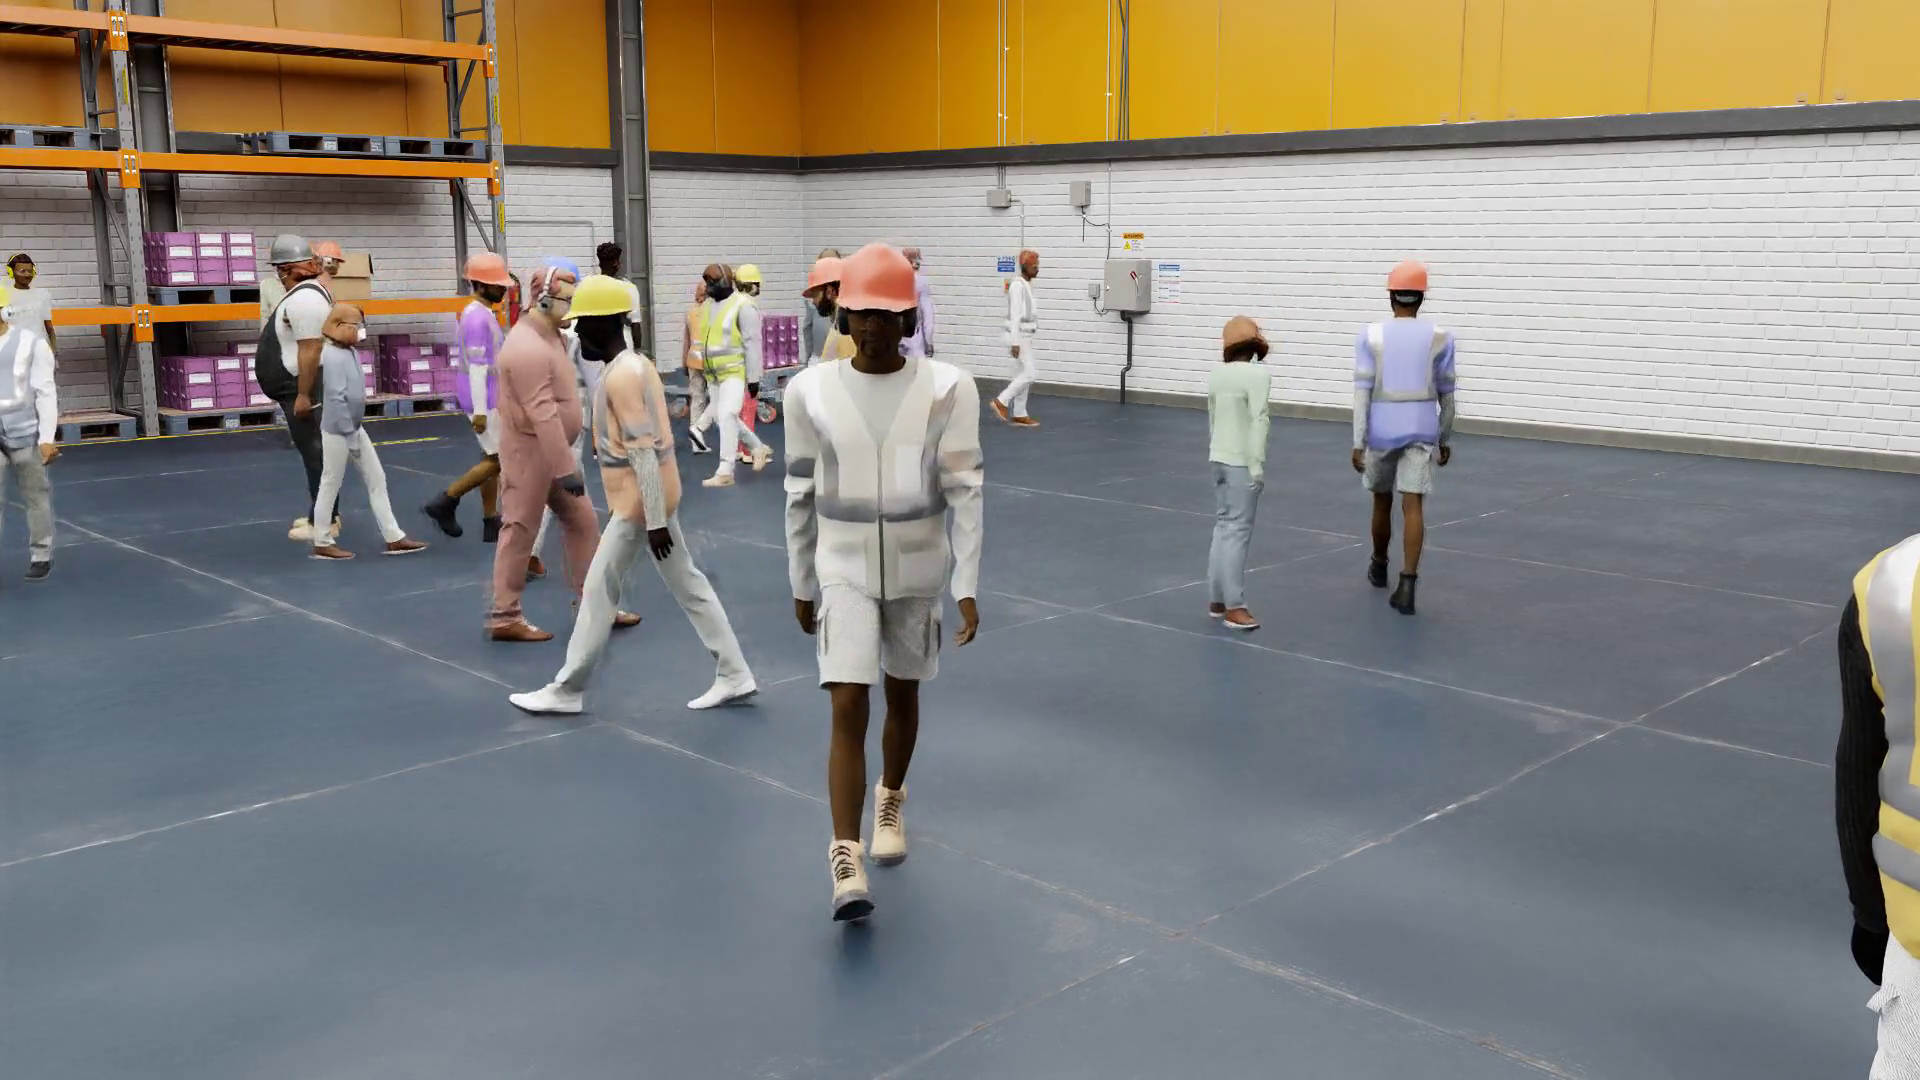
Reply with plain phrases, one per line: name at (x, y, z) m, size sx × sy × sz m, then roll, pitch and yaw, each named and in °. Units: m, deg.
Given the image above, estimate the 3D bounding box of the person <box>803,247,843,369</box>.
person at (-1.063, -1.569, 14.427) m, size 0.635 × 1.921 × 0.592 m, roll 8°, pitch 13°, yaw 37°

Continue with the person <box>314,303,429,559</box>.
person at (-3.709, -0.661, 10.332) m, size 0.782 × 1.593 × 0.516 m, roll 0°, pitch 10°, yaw -2°

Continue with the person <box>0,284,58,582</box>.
person at (-5.433, -0.587, 9.424) m, size 0.610 × 1.781 × 0.912 m, roll -2°, pitch 11°, yaw -9°

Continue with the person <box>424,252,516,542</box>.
person at (-3.147, -0.900, 10.806) m, size 0.586 × 1.917 × 0.611 m, roll -3°, pitch 11°, yaw -16°

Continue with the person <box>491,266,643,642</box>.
person at (-1.965, -0.402, 8.198) m, size 0.855 × 1.865 × 0.656 m, roll 0°, pitch 10°, yaw 0°

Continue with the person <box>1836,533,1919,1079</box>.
person at (1.682, 0.641, 2.593) m, size 0.429 × 1.844 × 0.625 m, roll -7°, pitch 12°, yaw -32°

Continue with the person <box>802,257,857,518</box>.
person at (-0.636, -0.575, 9.060) m, size 0.458 × 1.903 × 0.555 m, roll -1°, pitch 10°, yaw -5°

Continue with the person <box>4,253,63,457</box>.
person at (-8.471, -1.662, 15.116) m, size 0.508 × 1.860 × 0.334 m, roll -10°, pitch 14°, yaw -43°

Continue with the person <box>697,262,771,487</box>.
person at (-1.841, -1.359, 13.604) m, size 0.657 × 1.816 × 0.738 m, roll 10°, pitch 14°, yaw 42°

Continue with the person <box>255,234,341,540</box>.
person at (-4.427, -1.028, 11.149) m, size 0.536 × 2.000 × 0.688 m, roll -3°, pitch 11°, yaw -14°

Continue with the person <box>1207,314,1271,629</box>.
person at (1.491, -0.365, 8.712) m, size 0.348 × 1.607 × 0.656 m, roll -4°, pitch 11°, yaw -22°

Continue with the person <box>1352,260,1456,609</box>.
person at (2.453, -0.595, 9.216) m, size 0.565 × 1.886 × 0.995 m, roll 2°, pitch 11°, yaw 9°

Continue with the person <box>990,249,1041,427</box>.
person at (0.637, -2.102, 17.463) m, size 0.481 × 1.870 × 0.673 m, roll 3°, pitch 11°, yaw 15°

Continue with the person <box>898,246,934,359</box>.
person at (-0.550, -2.222, 18.065) m, size 0.684 × 1.900 × 0.402 m, roll 7°, pitch 12°, yaw 32°

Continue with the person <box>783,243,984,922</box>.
person at (-0.233, 0.120, 5.014) m, size 0.608 × 1.985 × 1.041 m, roll 0°, pitch 10°, yaw -2°

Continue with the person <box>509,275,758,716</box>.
person at (-1.354, -0.172, 6.977) m, size 1.045 × 1.865 × 0.598 m, roll -1°, pitch 10°, yaw -5°

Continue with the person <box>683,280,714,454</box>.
person at (-2.356, -1.587, 15.310) m, size 0.581 × 1.619 × 0.411 m, roll 7°, pitch 12°, yaw 33°

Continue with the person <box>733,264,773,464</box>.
person at (-1.887, -1.561, 14.807) m, size 0.331 × 1.767 × 0.527 m, roll -7°, pitch 12°, yaw -33°

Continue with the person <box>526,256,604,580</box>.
person at (-2.400, -0.732, 9.941) m, size 0.639 × 1.901 × 1.004 m, roll 7°, pitch 12°, yaw 32°

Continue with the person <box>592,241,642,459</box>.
person at (-3.152, -1.704, 15.040) m, size 0.607 × 1.966 × 0.367 m, roll 2°, pitch 11°, yaw 8°

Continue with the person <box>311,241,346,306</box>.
person at (-6.008, -1.869, 15.955) m, size 0.577 × 1.963 × 0.607 m, roll -6°, pitch 12°, yaw -30°

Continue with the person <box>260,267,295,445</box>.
person at (-6.457, -1.905, 16.103) m, size 0.648 × 1.975 × 0.474 m, roll 0°, pitch 10°, yaw 3°
